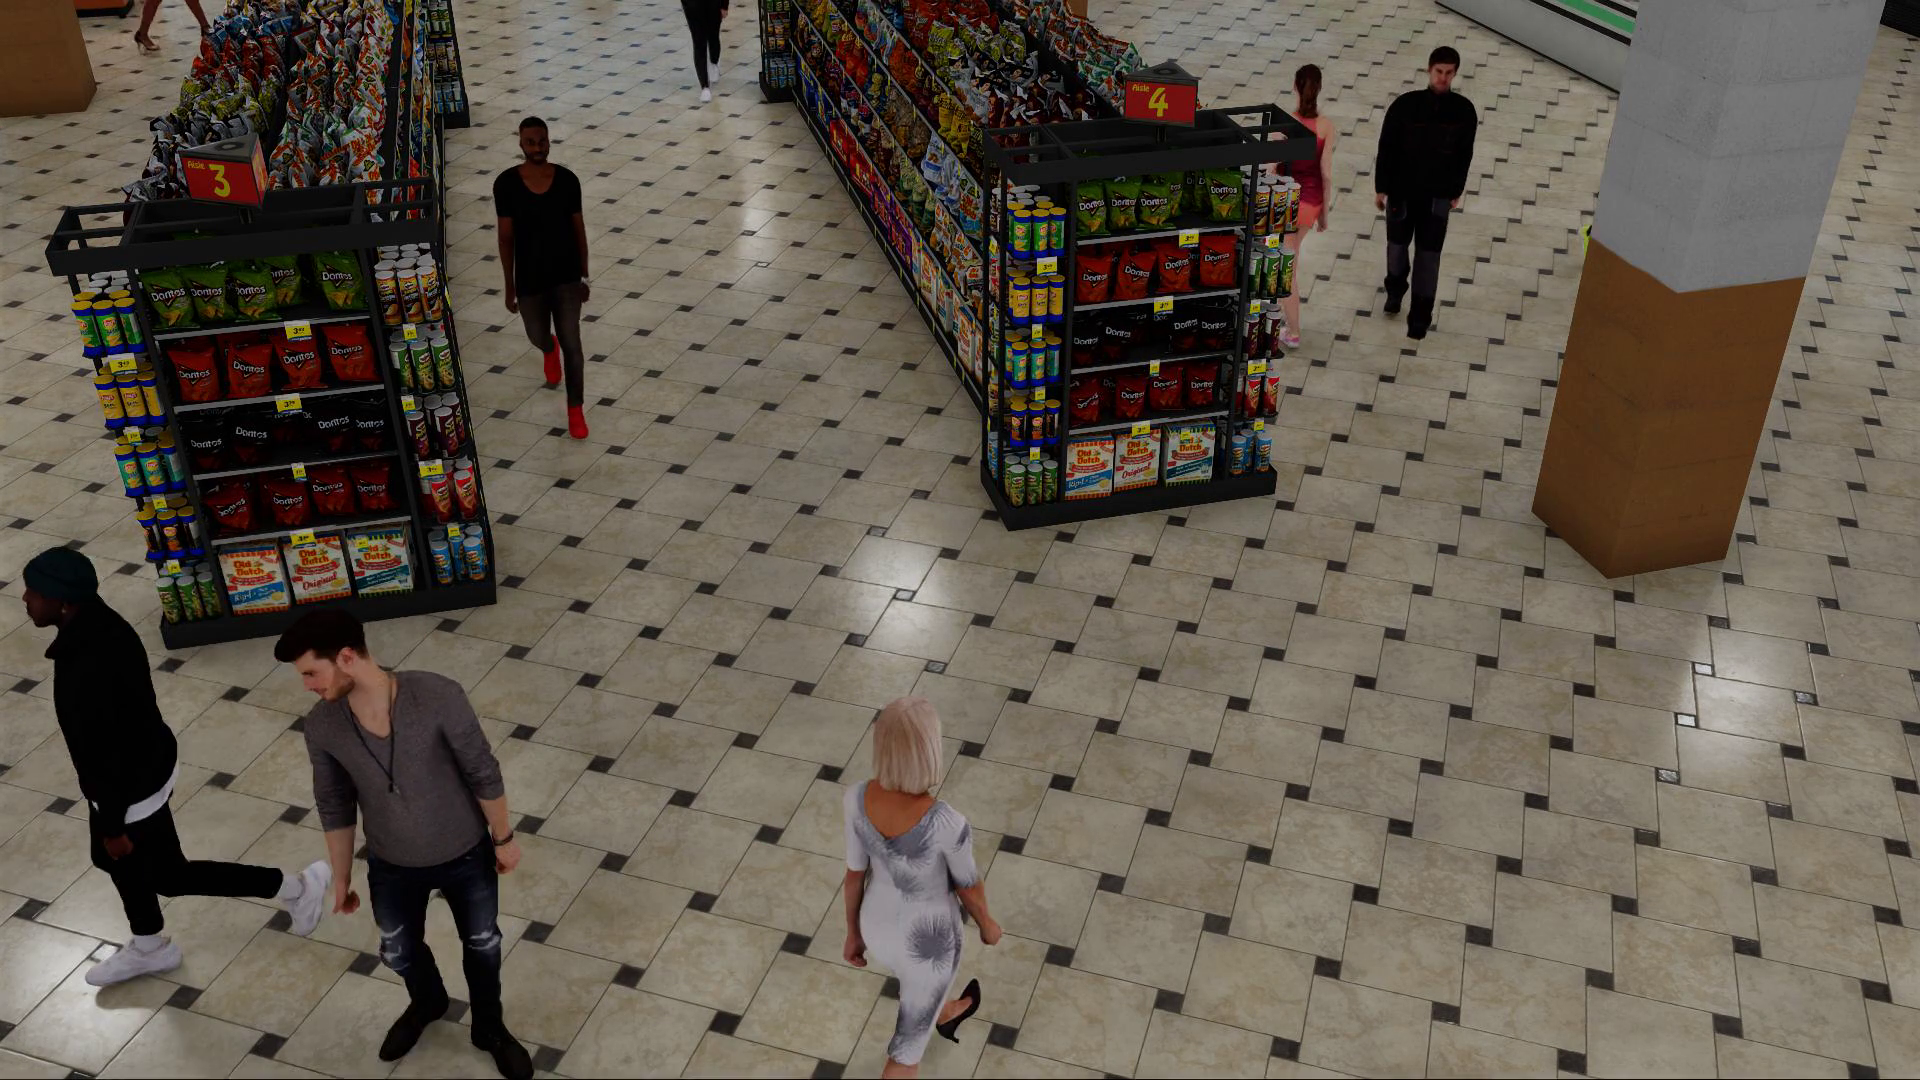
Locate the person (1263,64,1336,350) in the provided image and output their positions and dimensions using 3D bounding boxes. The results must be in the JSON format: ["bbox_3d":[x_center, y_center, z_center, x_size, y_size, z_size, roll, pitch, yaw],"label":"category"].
[{"bbox_3d":[2.096,-2.017,10.300,0.572,1.719,0.959,-6,32,-9],"label":"person"}]

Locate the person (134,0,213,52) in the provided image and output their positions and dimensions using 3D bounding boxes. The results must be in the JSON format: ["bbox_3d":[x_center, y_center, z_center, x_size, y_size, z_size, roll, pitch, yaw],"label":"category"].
[{"bbox_3d":[-7.740,-5.531,15.922,0.770,1.745,1.050,-15,35,-22],"label":"person"}]

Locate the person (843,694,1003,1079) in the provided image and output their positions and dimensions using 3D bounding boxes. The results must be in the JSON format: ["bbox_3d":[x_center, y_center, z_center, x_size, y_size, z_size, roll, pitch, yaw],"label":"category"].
[{"bbox_3d":[-0.180,1.277,5.020,1.053,1.704,1.079,19,37,27],"label":"person"}]

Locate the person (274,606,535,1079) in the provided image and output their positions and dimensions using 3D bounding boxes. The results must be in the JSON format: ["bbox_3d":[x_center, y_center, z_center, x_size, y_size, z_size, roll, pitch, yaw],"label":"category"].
[{"bbox_3d":[-1.679,0.986,5.330,0.760,1.870,0.651,-15,35,-22],"label":"person"}]

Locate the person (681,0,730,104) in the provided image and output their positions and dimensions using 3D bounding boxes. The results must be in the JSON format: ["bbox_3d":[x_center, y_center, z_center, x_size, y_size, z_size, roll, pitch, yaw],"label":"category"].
[{"bbox_3d":[-2.278,-4.817,14.874,0.715,1.641,1.168,-4,32,-6],"label":"person"}]

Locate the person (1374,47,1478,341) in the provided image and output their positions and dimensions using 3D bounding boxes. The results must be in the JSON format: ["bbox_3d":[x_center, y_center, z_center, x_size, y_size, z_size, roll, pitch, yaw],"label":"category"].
[{"bbox_3d":[2.914,-2.226,10.565,1.094,1.792,1.255,9,33,15],"label":"person"}]

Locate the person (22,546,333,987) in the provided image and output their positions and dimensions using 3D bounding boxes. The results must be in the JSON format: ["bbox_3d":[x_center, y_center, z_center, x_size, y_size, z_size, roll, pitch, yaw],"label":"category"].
[{"bbox_3d":[-2.733,0.808,5.689,0.878,1.793,1.115,-14,35,-21],"label":"person"}]

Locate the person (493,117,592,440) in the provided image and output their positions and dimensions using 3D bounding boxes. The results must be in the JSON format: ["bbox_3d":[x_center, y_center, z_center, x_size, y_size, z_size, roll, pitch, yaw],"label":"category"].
[{"bbox_3d":[-2.350,-1.522,9.447,0.685,1.778,1.101,-7,32,-10],"label":"person"}]
